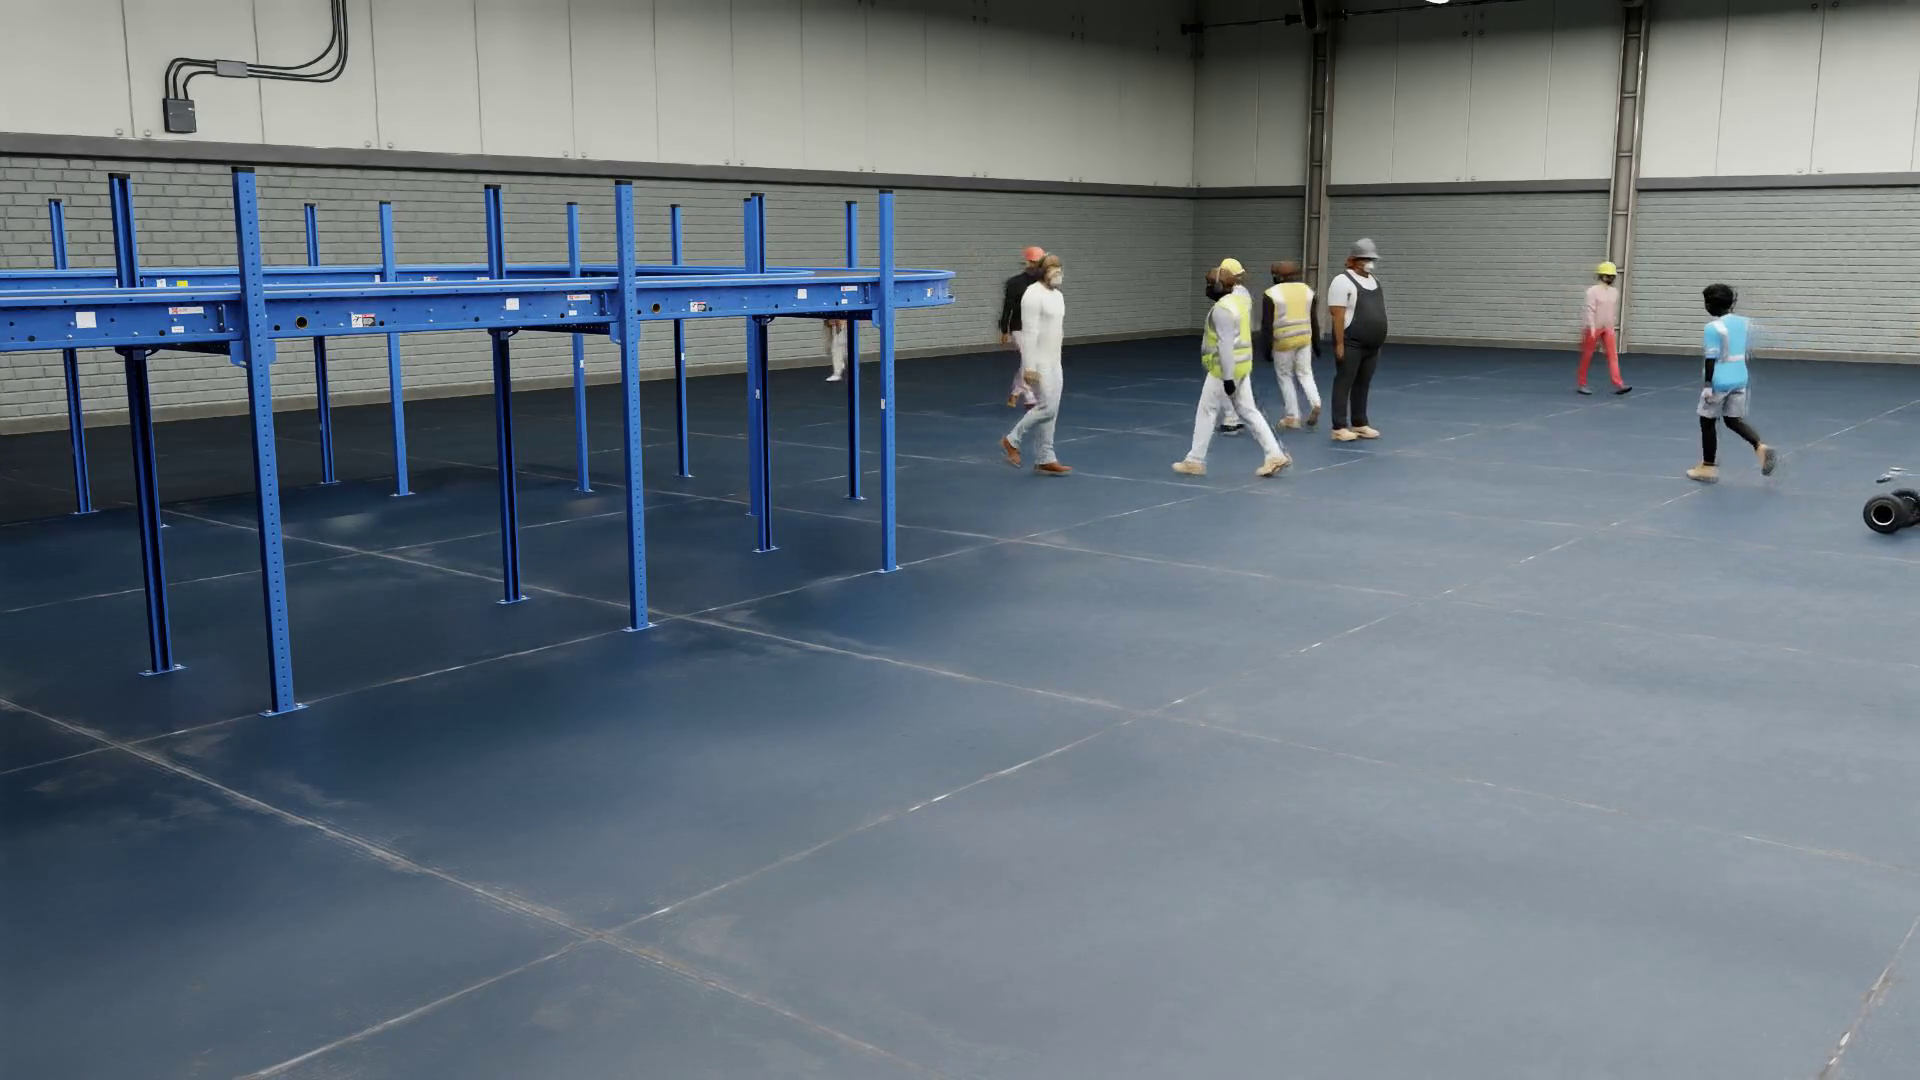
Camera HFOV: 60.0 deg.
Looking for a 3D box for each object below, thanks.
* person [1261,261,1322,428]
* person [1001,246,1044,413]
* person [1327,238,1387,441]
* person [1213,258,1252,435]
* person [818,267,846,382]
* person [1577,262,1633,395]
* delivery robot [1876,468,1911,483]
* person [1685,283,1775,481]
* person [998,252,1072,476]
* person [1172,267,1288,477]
[{"bbox_3d":[3.603,-2.083,17.826,0.699,1.797,0.693,-4,11,-23],"label":"person"},{"bbox_3d":[0.758,-2.517,19.812,0.615,1.958,0.909,-6,12,-31],"label":"person"},{"bbox_3d":[4.073,-2.020,16.906,0.688,2.000,0.537,-8,13,-39],"label":"person"},{"bbox_3d":[2.833,-2.020,17.401,0.403,1.825,0.589,5,11,25],"label":"person"},{"bbox_3d":[-1.822,-3.093,23.891,0.377,1.627,0.516,-8,13,-38],"label":"person"},{"bbox_3d":[8.388,-2.735,21.638,0.532,1.723,0.912,-3,11,-14],"label":"person"},{"bbox_3d":[6.750,-0.476,11.493,0.335,0.223,0.698,-9,14,-42],"label":"delivery robot"},{"bbox_3d":[6.411,-1.295,13.796,0.571,1.660,0.692,-6,12,-29],"label":"person"},{"bbox_3d":[0.663,-1.497,14.224,0.524,1.921,0.656,5,11,25],"label":"person"},{"bbox_3d":[2.375,-1.445,14.323,0.986,1.792,0.645,5,12,27],"label":"person"}]
